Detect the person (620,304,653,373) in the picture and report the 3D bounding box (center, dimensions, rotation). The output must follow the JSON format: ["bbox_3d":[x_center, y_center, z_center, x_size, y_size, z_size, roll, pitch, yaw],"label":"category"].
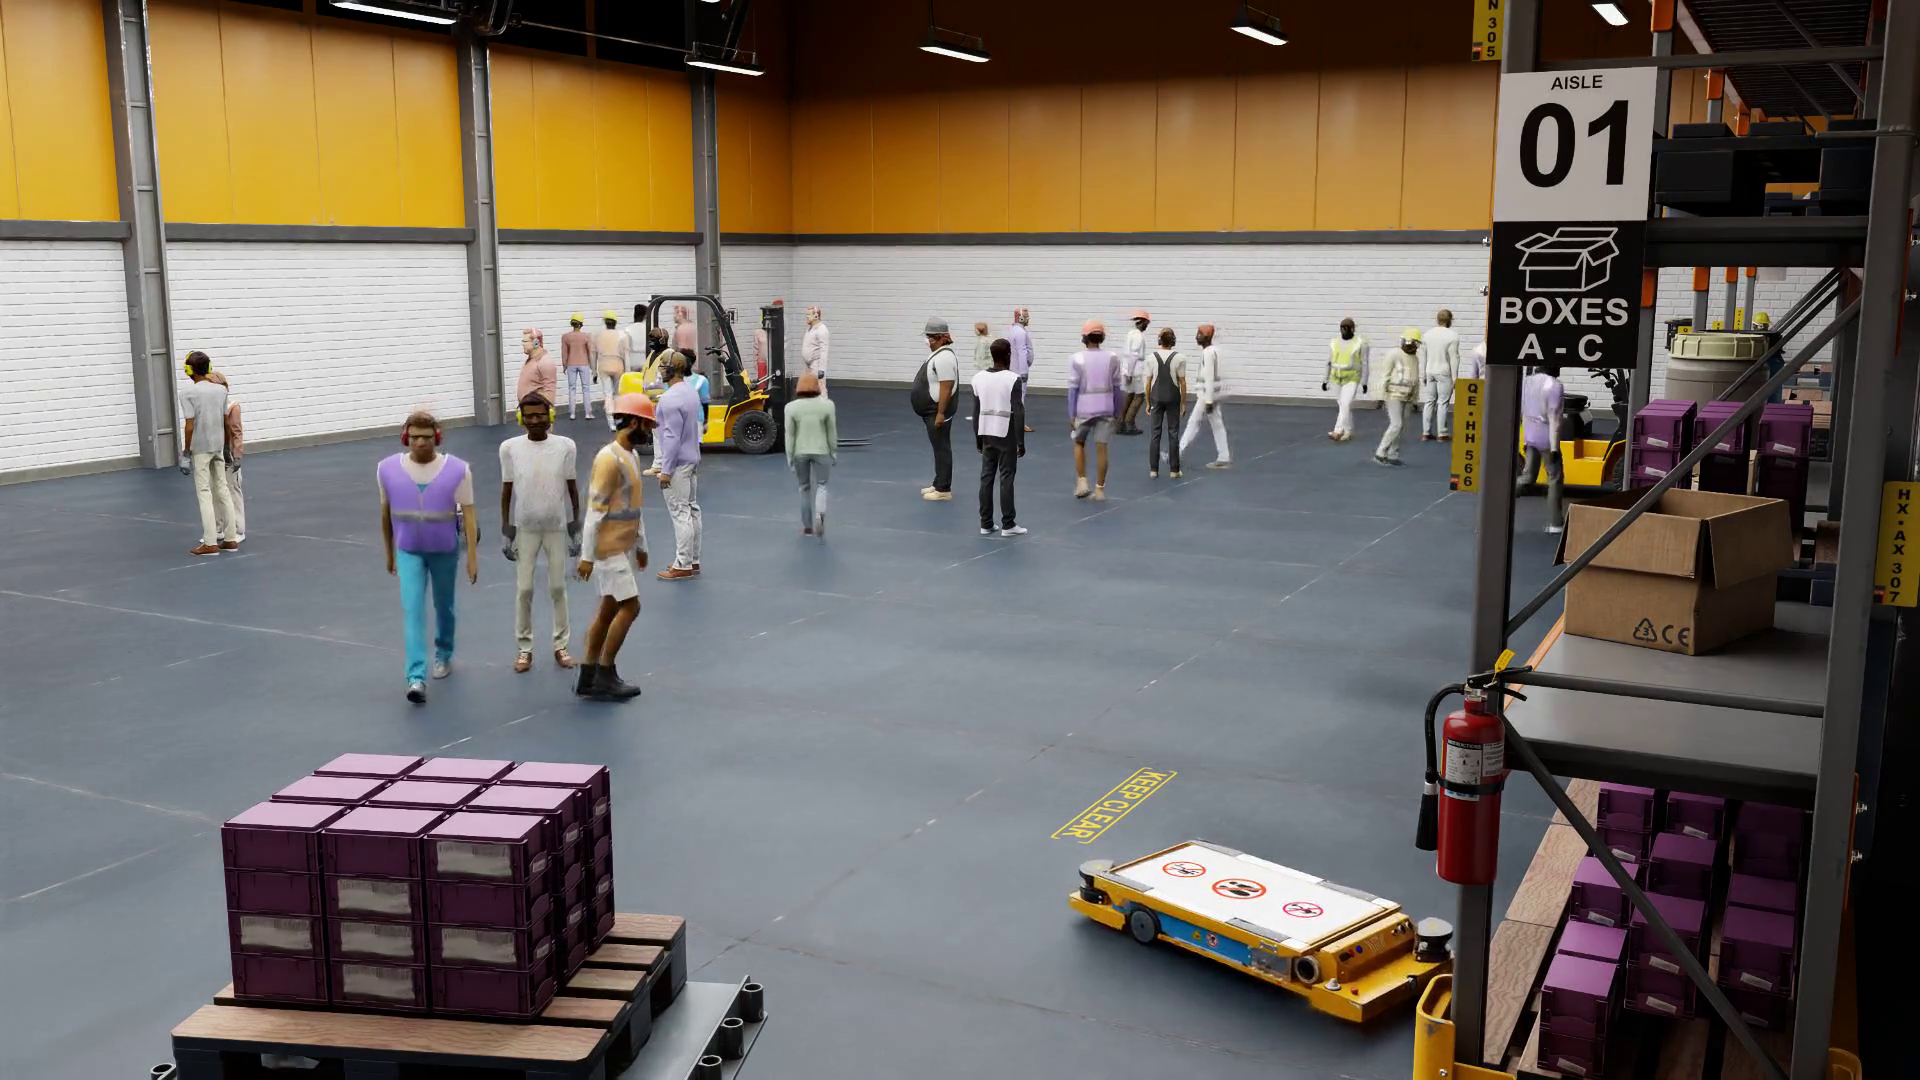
[{"bbox_3d":[-5.179,-2.816,26.678,0.636,1.933,0.596,-5,11,-25],"label":"person"}]

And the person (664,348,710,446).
[{"bbox_3d":[-3.129,-1.387,19.150,0.532,1.675,0.764,1,10,8],"label":"person"}]

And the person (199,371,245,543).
[{"bbox_3d":[-6.997,-0.775,15.730,0.510,1.639,0.308,3,10,18],"label":"person"}]

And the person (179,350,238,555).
[{"bbox_3d":[-6.870,-0.790,15.159,0.313,1.864,0.530,5,11,26],"label":"person"}]

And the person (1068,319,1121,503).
[{"bbox_3d":[1.479,-1.423,18.381,0.634,2.024,0.575,-1,10,-8],"label":"person"}]

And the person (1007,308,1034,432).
[{"bbox_3d":[0.939,-2.623,25.643,0.403,1.911,0.637,-2,10,-12],"label":"person"}]

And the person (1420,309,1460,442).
[{"bbox_3d":[6.985,-2.388,24.198,0.353,1.937,0.635,-7,12,-35],"label":"person"}]

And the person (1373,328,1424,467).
[{"bbox_3d":[5.665,-1.818,21.381,0.655,1.785,0.404,-8,12,-38],"label":"person"}]

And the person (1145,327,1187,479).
[{"bbox_3d":[2.510,-1.664,20.275,0.507,1.846,0.343,3,10,16],"label":"person"}]

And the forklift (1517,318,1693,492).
[{"bbox_3d":[7.066,-1.601,18.899,2.313,2.155,1.214,5,11,27],"label":"forklift"}]

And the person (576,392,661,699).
[{"bbox_3d":[-2.131,0.038,10.272,0.602,1.890,0.559,0,10,-1],"label":"person"}]

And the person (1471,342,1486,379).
[{"bbox_3d":[7.202,-2.008,22.367,0.669,1.815,0.803,5,11,25],"label":"person"}]

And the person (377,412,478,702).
[{"bbox_3d":[-3.311,0.081,10.389,0.582,1.776,1.070,-2,10,-12],"label":"person"}]

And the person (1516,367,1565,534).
[{"bbox_3d":[5.633,-0.987,16.194,0.855,1.901,0.602,-2,10,-14],"label":"person"}]

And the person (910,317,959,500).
[{"bbox_3d":[-0.286,-1.469,18.578,0.538,2.000,0.689,-1,10,-4],"label":"person"}]

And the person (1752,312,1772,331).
[{"bbox_3d":[12.377,-2.623,25.856,0.404,1.835,0.587,1,10,8],"label":"person"}]

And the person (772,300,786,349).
[{"bbox_3d":[-3.559,-3.748,32.363,0.399,1.833,0.669,-6,11,-31],"label":"person"}]

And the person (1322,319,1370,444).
[{"bbox_3d":[5.532,-2.295,24.071,0.653,1.792,0.935,9,13,42],"label":"person"}]

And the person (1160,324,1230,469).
[{"bbox_3d":[3.025,-1.816,21.161,0.941,1.836,0.605,3,10,16],"label":"person"}]

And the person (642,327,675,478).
[{"bbox_3d":[-3.669,-1.678,20.369,0.429,1.844,0.627,-8,13,-39],"label":"person"}]

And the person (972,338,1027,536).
[{"bbox_3d":[0.377,-0.998,16.206,0.587,1.920,0.392,7,12,36],"label":"person"}]

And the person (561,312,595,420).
[{"bbox_3d":[-6.295,-2.862,27.437,0.529,1.767,0.329,0,10,0],"label":"person"}]

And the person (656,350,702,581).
[{"bbox_3d":[-2.376,-0.626,13.997,0.373,1.940,0.627,1,10,8],"label":"person"}]

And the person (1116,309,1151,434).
[{"bbox_3d":[2.631,-2.537,25.183,0.582,1.890,0.560,-2,10,-10],"label":"person"}]

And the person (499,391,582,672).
[{"bbox_3d":[-2.754,-0.059,10.957,0.523,1.860,0.341,-2,10,-13],"label":"person"}]

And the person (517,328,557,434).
[{"bbox_3d":[-4.762,-1.420,18.685,0.409,1.905,0.651,-7,12,-34],"label":"person"}]

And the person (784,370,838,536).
[{"bbox_3d":[-1.433,-0.818,16.013,0.515,1.618,0.546,-1,10,-4],"label":"person"}]

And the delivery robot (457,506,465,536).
[{"bbox_3d":[-4.900,-0.285,15.749,0.477,0.478,0.707,-6,12,-33],"label":"delivery robot"}]

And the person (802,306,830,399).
[{"bbox_3d":[-2.301,-2.740,26.325,0.403,1.911,0.637,-4,11,-24],"label":"person"}]

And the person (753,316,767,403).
[{"bbox_3d":[-3.275,-3.020,28.380,0.524,1.760,0.328,1,10,3],"label":"person"}]

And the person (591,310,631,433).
[{"bbox_3d":[-5.380,-2.598,25.650,0.600,1.860,1.008,-2,10,-10],"label":"person"}]

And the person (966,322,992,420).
[{"bbox_3d":[0.387,-2.764,27.273,0.570,1.625,0.535,1,10,6],"label":"person"}]

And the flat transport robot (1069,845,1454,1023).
[{"bbox_3d":[1.172,1.489,6.574,0.652,0.197,1.431,-9,13,-42],"label":"flat transport robot"}]

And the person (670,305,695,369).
[{"bbox_3d":[-4.526,-2.883,27.198,0.447,1.892,0.653,1,10,4],"label":"person"}]

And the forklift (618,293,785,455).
[{"bbox_3d":[-3.588,-2.317,23.042,2.313,2.155,1.214,-1,10,-5],"label":"forklift"}]
